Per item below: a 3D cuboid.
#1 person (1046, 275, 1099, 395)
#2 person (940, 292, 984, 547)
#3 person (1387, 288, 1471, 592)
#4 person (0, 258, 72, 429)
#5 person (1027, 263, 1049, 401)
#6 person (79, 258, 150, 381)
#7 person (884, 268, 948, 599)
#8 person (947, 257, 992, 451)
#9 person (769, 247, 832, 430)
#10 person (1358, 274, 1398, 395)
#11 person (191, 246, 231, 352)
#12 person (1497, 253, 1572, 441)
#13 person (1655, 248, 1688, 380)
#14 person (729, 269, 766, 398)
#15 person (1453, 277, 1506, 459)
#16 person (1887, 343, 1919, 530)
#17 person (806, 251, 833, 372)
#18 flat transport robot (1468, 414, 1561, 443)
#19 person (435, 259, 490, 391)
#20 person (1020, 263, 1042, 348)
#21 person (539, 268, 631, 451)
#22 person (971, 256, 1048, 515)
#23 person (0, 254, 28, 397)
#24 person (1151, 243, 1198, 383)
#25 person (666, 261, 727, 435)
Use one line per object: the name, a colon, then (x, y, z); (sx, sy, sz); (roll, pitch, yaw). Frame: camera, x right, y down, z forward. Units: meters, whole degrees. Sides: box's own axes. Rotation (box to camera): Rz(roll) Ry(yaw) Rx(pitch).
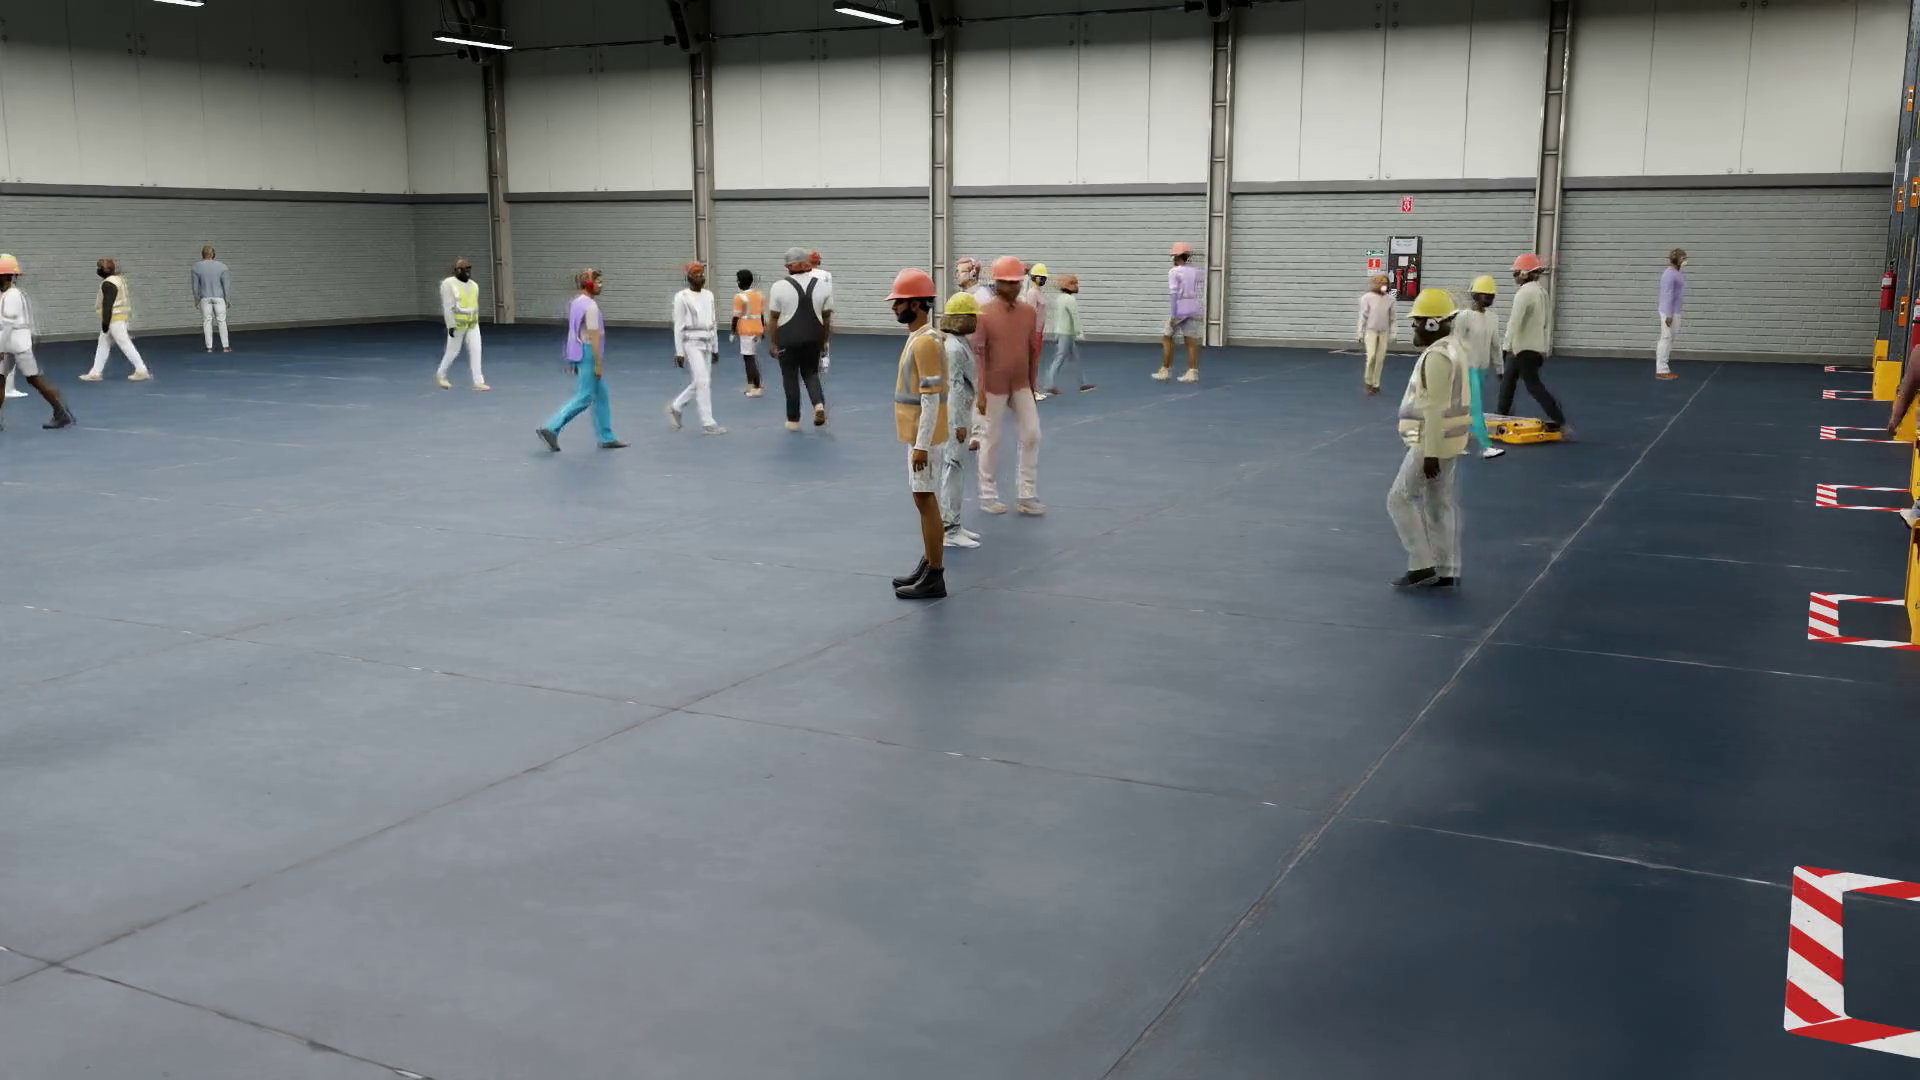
person: (1.518, -2.740, 22.305); (0.839, 1.593, 0.508); (-2, 11, -11)
person: (0.009, -0.826, 11.466); (0.309, 1.737, 0.518); (0, 10, -1)
person: (2.766, -0.579, 9.904); (0.507, 1.813, 0.631); (5, 11, 25)
person: (-10.303, -2.121, 18.146); (1.014, 1.893, 0.541); (-9, 14, -42)
person: (1.001, -2.697, 21.593); (0.321, 1.765, 0.533); (2, 11, 12)
person: (-12.451, -3.228, 24.422); (0.945, 1.797, 0.639); (-4, 11, -21)
person: (-0.258, -0.619, 9.792); (0.372, 1.934, 0.551); (-1, 10, -4)
person: (0.071, -1.849, 16.573); (0.410, 1.913, 0.643); (-5, 11, -23)
person: (-1.778, -2.221, 18.241); (0.686, 2.000, 0.558); (-5, 11, -25)
person: (5.592, -2.741, 22.218); (0.527, 1.615, 0.440); (-2, 11, -9)
person: (-13.657, -4.389, 30.362); (0.629, 1.933, 0.379); (-3, 11, -18)
person: (5.951, -2.007, 17.353); (1.018, 1.952, 0.612); (6, 12, 31)
person: (10.535, -3.342, 24.633); (0.352, 1.937, 0.635); (6, 12, 30)
person: (-2.838, -2.717, 21.913); (0.618, 1.672, 0.550); (6, 12, 30)
person: (4.992, -1.634, 15.870); (0.548, 1.720, 0.867); (-7, 12, -32)
person: (6.786, -0.840, 11.570); (0.542, 1.718, 0.903); (0, 10, 1)
person: (-2.253, -3.532, 25.820); (0.583, 1.882, 0.337); (-5, 12, -26)
flat transport robot: (5.525, -1.204, 17.527); (0.652, 0.197, 1.431); (-7, 13, -34)
person: (-6.905, -2.961, 22.919); (0.848, 1.813, 0.627); (8, 13, 37)
person: (1.221, -4.421, 31.395); (0.608, 1.621, 0.520); (2, 11, 11)
person: (-3.749, -1.780, 16.477); (0.852, 1.816, 0.575); (-5, 11, -24)
person: (0.394, -1.150, 12.598); (0.652, 1.965, 0.761); (-6, 12, -31)
person: (-12.692, -2.825, 21.990); (0.729, 1.882, 0.395); (5, 11, 24)
person: (3.137, -3.293, 24.158); (0.638, 2.010, 0.870); (-9, 14, -42)
person: (-2.880, -2.073, 17.947); (0.817, 1.859, 0.585); (6, 12, 30)
